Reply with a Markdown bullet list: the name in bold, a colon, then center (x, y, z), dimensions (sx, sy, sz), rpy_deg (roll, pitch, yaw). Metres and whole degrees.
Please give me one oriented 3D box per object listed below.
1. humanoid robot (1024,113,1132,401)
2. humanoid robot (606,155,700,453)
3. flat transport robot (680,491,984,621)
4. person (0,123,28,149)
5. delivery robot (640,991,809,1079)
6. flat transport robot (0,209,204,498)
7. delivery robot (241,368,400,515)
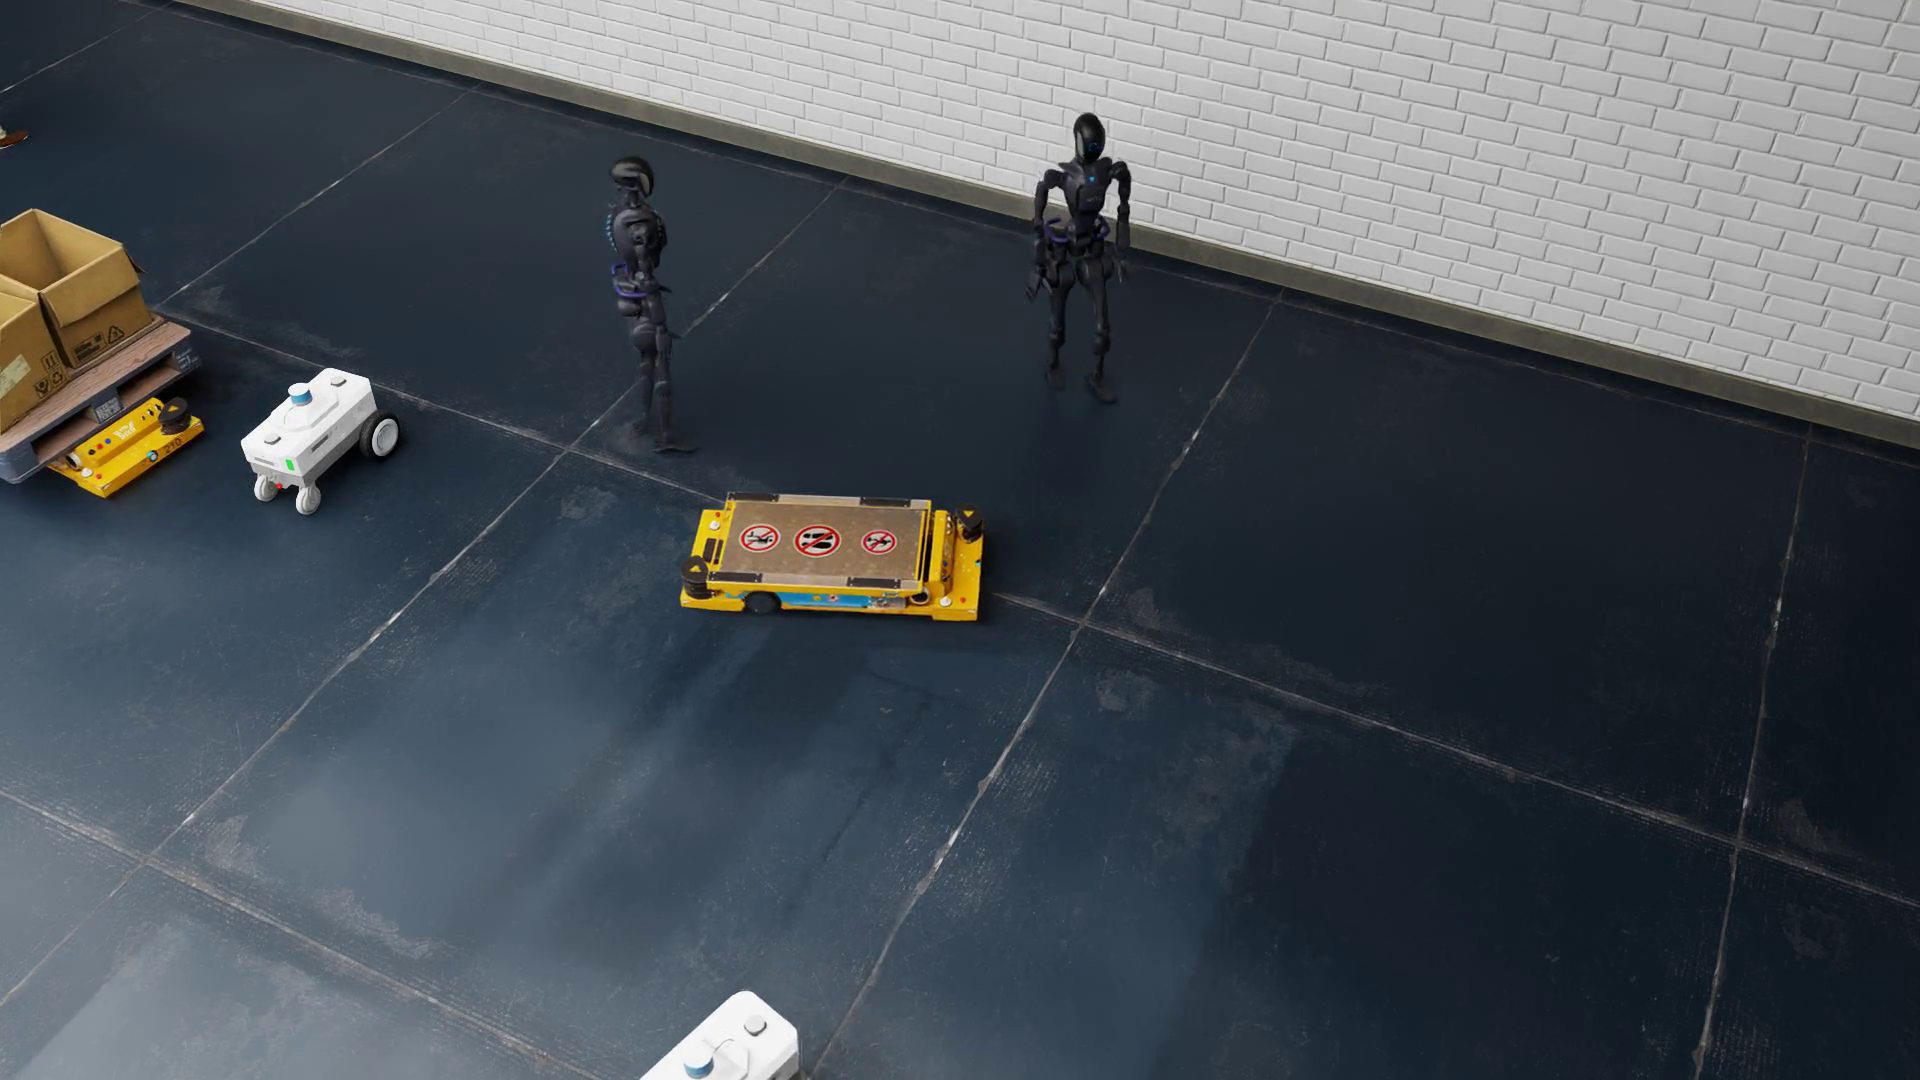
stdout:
- **humanoid robot**: center (0.635, -1.476, 8.813), dimensions (0.589, 1.646, 0.465), rpy_deg (-13, 44, -13)
- **humanoid robot**: center (-1.612, -1.209, 8.524), dimensions (0.341, 1.657, 0.602), rpy_deg (-11, 44, -12)
- **flat transport robot**: center (-0.611, 0.080, 8.169), dimensions (1.431, 0.231, 0.659), rpy_deg (2, 43, 3)
- **person**: center (-6.576, -3.323, 10.841), dimensions (0.499, 1.623, 0.306), rpy_deg (16, 45, 17)
- **delivery robot**: center (-0.917, 2.000, 5.896), dimensions (0.499, 0.606, 0.796), rpy_deg (31, 51, 29)
- **flat transport robot**: center (-4.865, -0.710, 9.021), dimensions (1.431, 0.231, 0.659), rpy_deg (22, 47, 22)
- **delivery robot**: center (-3.347, -0.560, 8.655), dimensions (0.499, 0.603, 0.794), rpy_deg (16, 45, 17)
